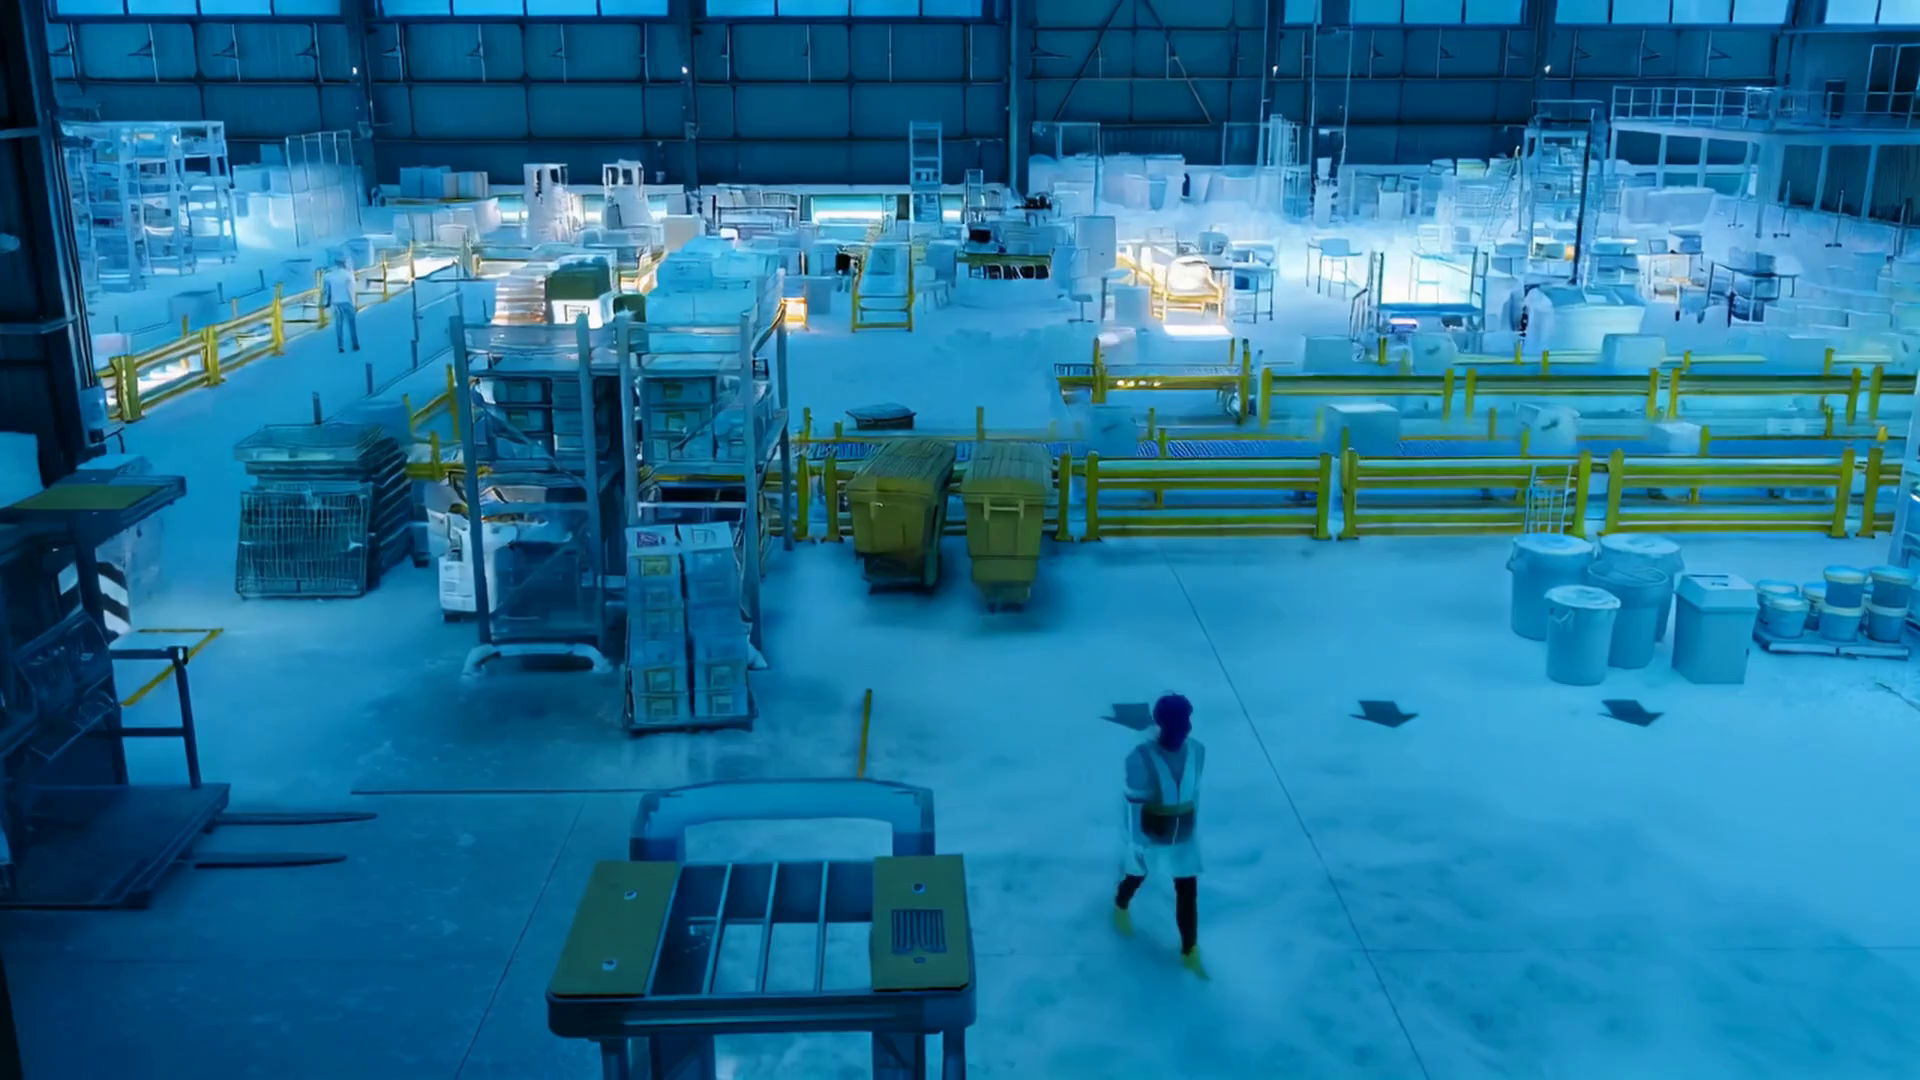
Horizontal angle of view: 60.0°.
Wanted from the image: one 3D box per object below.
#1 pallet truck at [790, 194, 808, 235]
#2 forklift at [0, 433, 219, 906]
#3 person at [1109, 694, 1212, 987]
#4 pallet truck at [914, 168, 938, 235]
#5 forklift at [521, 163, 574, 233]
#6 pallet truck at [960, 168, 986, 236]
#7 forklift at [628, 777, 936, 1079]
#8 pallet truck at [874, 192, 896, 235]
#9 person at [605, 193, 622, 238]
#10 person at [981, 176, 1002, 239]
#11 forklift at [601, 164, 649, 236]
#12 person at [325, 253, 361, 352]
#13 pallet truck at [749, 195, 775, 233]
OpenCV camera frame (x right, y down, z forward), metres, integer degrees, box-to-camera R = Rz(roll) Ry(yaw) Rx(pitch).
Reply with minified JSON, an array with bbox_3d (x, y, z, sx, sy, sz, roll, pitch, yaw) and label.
[{"bbox_3d":[-4.814,-9.883,50.259,0.704,1.261,1.522,-1,16,-3],"label":"pallet truck"},{"bbox_3d":[-5.952,0.780,10.366,1.873,2.768,1.129,0,16,-1],"label":"forklift"},{"bbox_3d":[1.142,1.643,9.531,0.530,1.664,0.847,-7,18,-23],"label":"person"},{"bbox_3d":[-0.989,-10.316,50.507,0.823,1.965,1.885,1,16,3],"label":"pallet truck"},{"bbox_3d":[-12.233,-10.122,49.298,1.157,1.987,2.680,0,16,-1],"label":"forklift"},{"bbox_3d":[0.383,-10.230,50.206,0.823,1.965,1.885,-1,16,-3],"label":"pallet truck"},{"bbox_3d":[-0.542,2.165,5.552,1.129,2.768,1.873,-1,16,-2],"label":"forklift"},{"bbox_3d":[-2.277,-9.986,50.594,0.653,1.274,1.630,0,16,-1],"label":"pallet truck"},{"bbox_3d":[-8.746,-7.797,41.951,0.436,1.892,0.653,-12,20,-35],"label":"person"},{"bbox_3d":[0.867,-8.935,45.626,0.605,2.044,0.374,3,16,10],"label":"person"},{"bbox_3d":[-9.948,-10.127,49.296,1.157,1.987,2.680,-1,16,-3],"label":"forklift"},{"bbox_3d":[-11.080,-4.253,29.857,0.522,1.761,0.327,-3,16,-10],"label":"person"},{"bbox_3d":[-6.051,-9.967,50.660,0.680,1.201,1.601,0,16,-1],"label":"pallet truck"}]
